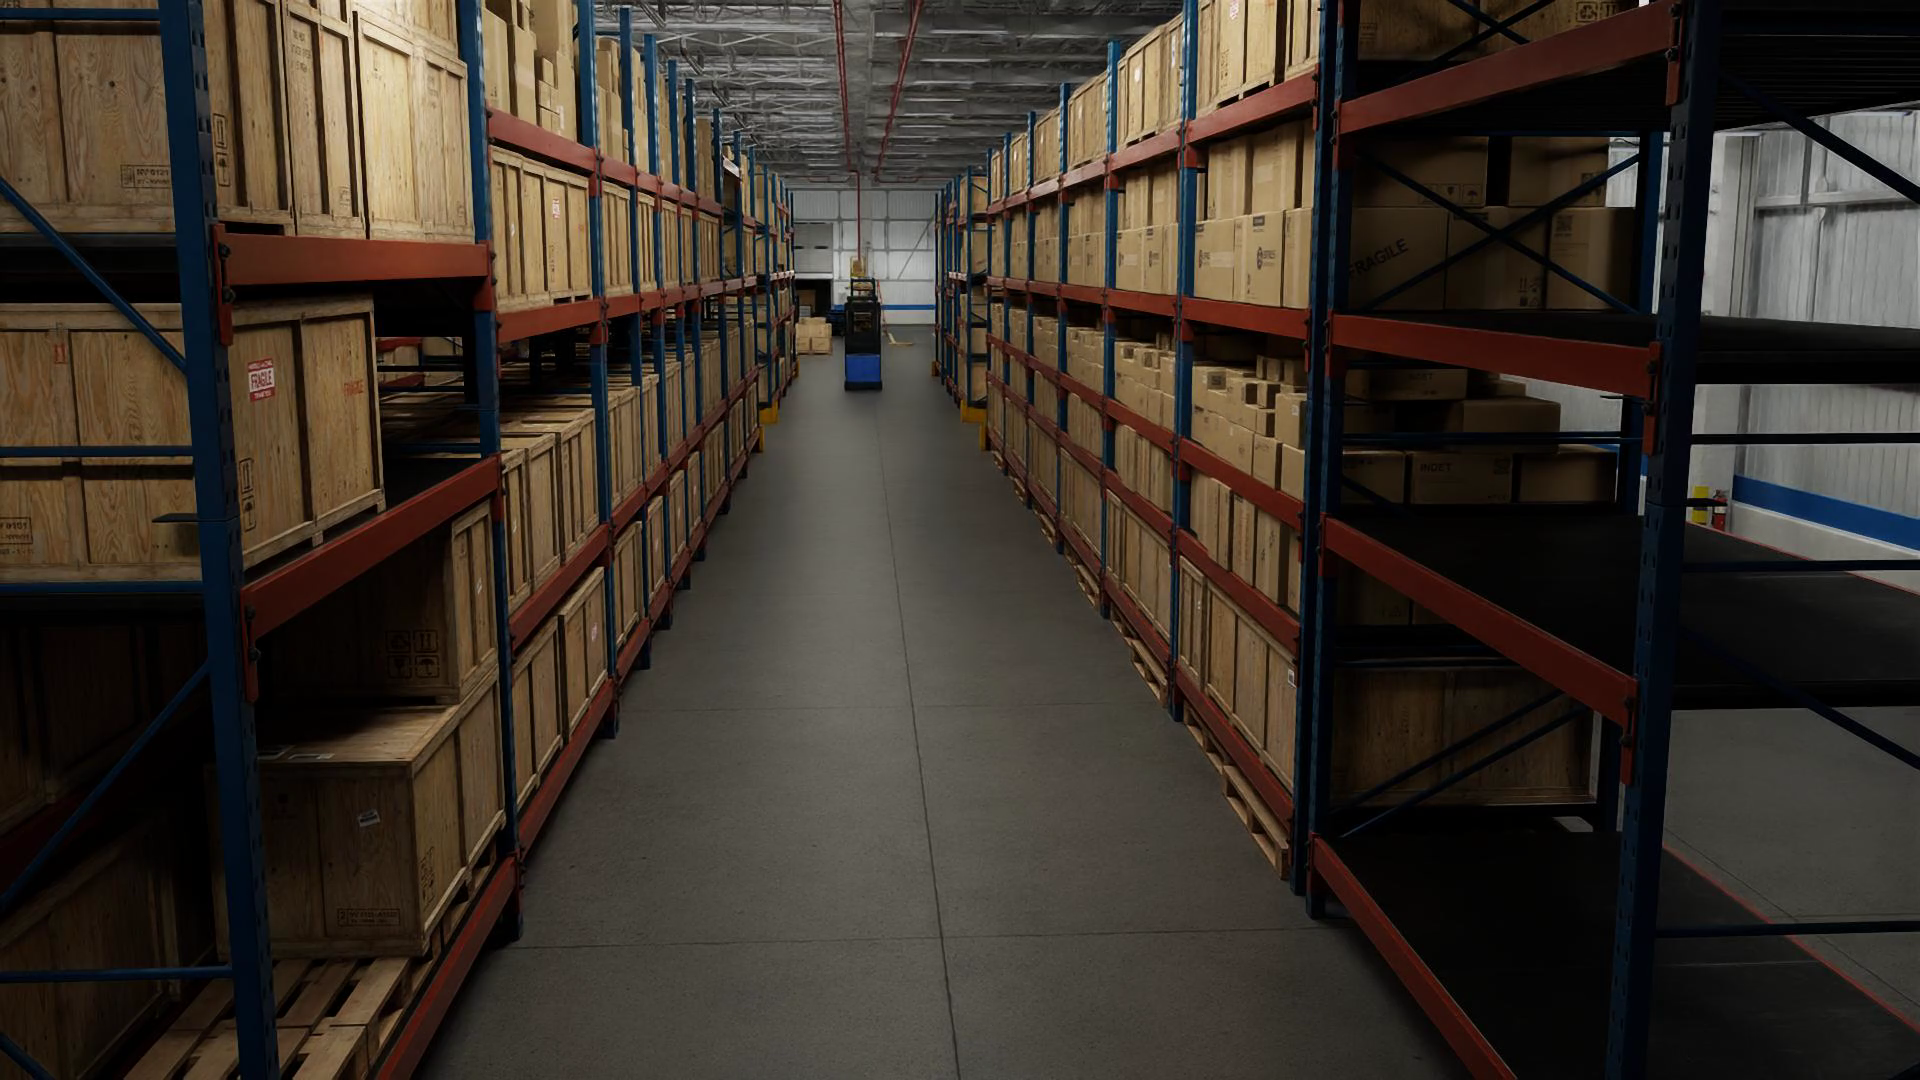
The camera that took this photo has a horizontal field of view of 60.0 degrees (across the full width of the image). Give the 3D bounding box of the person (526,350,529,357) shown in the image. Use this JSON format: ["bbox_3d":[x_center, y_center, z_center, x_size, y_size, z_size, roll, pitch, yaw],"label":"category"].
[{"bbox_3d":[-10.461,-4.071,41.334,0.633,2.023,0.457,-1,10,-3],"label":"person"}]

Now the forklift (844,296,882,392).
[{"bbox_3d":[-2.892,-5.863,49.491,1.129,2.768,1.873,-1,10,-4],"label":"forklift"}]

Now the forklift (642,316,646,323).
[{"bbox_3d":[-10.000,-6.080,50.788,1.129,2.768,1.873,-1,10,-3],"label":"forklift"}]

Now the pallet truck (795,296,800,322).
[{"bbox_3d":[-8.622,-12.439,91.403,1.885,1.965,0.823,2,10,13],"label":"pallet truck"}]
